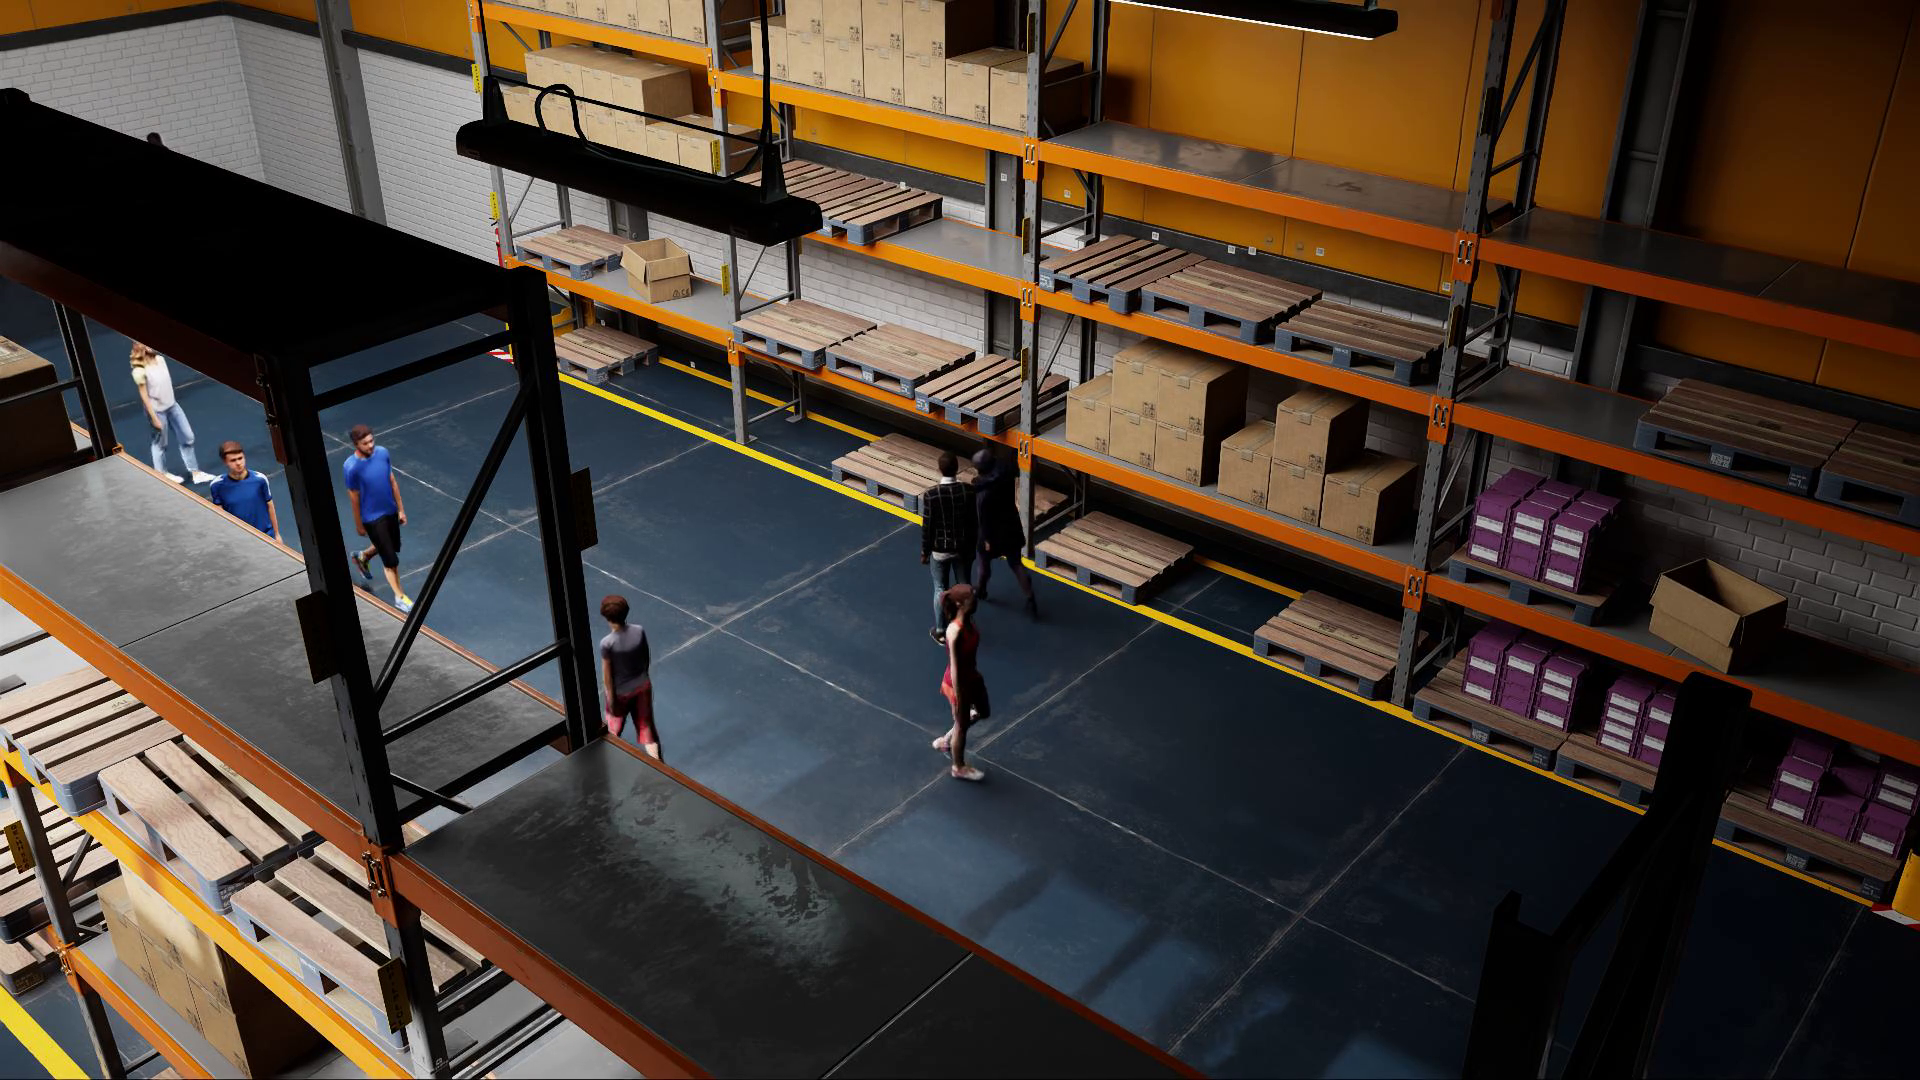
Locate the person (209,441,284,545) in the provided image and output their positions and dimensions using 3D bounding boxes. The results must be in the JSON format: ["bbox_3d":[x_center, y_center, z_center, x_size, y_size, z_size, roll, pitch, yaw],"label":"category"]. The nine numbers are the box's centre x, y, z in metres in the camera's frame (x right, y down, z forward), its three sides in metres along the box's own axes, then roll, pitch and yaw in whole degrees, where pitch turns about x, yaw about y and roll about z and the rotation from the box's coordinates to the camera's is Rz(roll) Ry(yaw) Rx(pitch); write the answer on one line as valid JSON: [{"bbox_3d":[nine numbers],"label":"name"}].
[{"bbox_3d":[-6.231,-0.024,14.633,0.742,1.866,0.720,-13,31,-23],"label":"person"}]

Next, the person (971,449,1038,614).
[{"bbox_3d":[0.420,-0.055,14.949,0.660,1.618,1.043,-25,37,-37],"label":"person"}]

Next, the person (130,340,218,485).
[{"bbox_3d":[-8.345,-1.327,17.191,1.010,1.705,0.882,6,29,10],"label":"person"}]

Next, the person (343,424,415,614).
[{"bbox_3d":[-5.323,-0.235,15.050,1.177,1.838,0.735,17,33,28],"label":"person"}]

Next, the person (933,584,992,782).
[{"bbox_3d":[-0.053,1.078,12.738,0.785,1.747,0.710,7,29,13],"label":"person"}]

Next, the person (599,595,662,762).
[{"bbox_3d":[-2.457,1.207,12.637,0.774,1.616,1.100,-18,34,-30],"label":"person"}]

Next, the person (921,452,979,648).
[{"bbox_3d":[-0.081,0.082,14.488,0.748,1.820,0.787,-5,29,-9],"label":"person"}]
